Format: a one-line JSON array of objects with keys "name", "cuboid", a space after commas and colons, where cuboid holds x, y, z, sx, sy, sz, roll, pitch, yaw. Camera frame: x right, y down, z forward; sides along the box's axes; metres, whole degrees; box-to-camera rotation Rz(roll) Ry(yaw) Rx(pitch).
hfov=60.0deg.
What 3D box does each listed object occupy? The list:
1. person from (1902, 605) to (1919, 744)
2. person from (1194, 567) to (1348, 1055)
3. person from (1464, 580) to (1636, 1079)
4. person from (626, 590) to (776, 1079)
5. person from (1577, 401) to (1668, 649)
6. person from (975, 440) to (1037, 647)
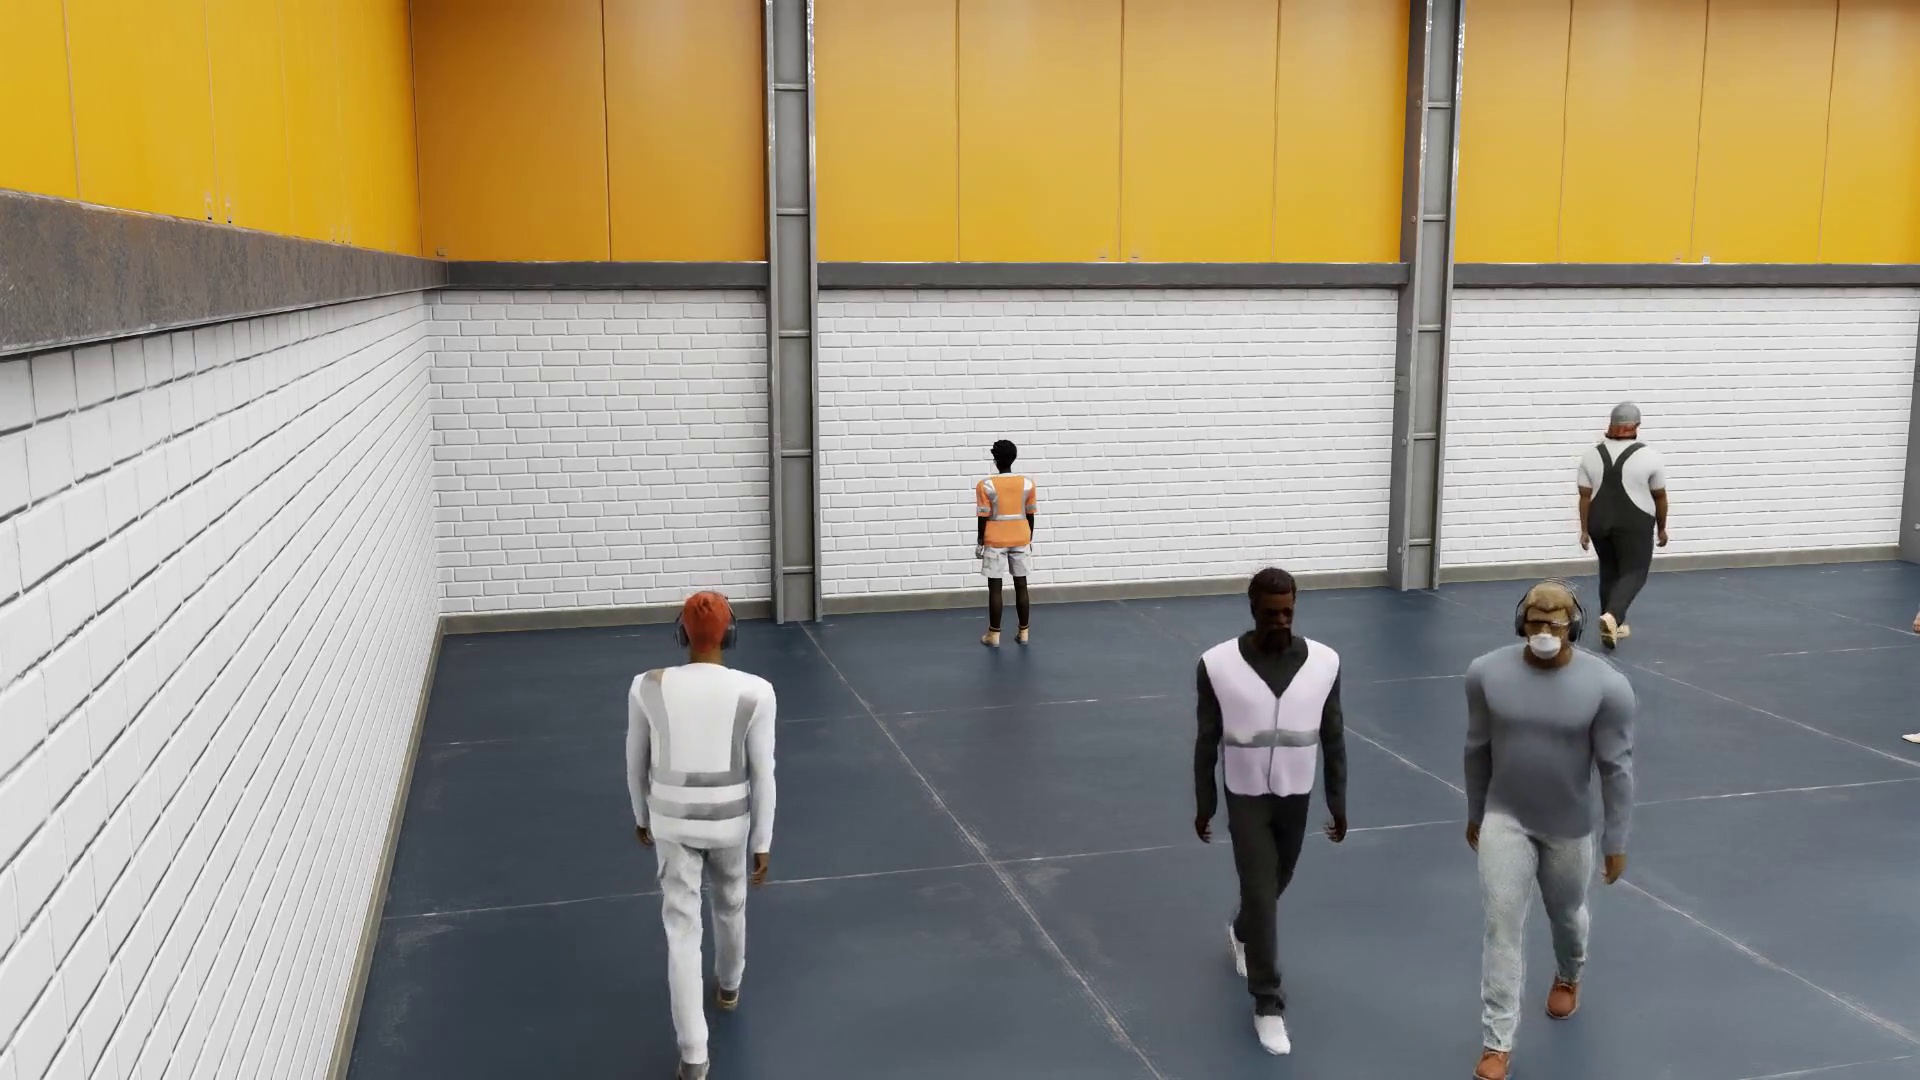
[{"name": "person", "cuboid": [6.339, 0.453, 10.674, 0.524, 1.761, 0.327, -4, 10, -22]}, {"name": "person", "cuboid": [1.256, 1.014, 6.817, 0.628, 1.873, 0.958, -1, 9, -6]}, {"name": "person", "cuboid": [2.281, 1.064, 6.460, 0.642, 1.903, 0.985, 5, 11, 30]}, {"name": "person", "cuboid": [-0.999, 1.100, 6.470, 0.577, 1.824, 1.033, -1, 9, -8]}, {"name": "person", "cuboid": [5.341, -0.140, 13.497, 0.853, 2.000, 0.678, -8, 12, -42]}, {"name": "person", "cuboid": [0.371, 0.028, 13.530, 0.532, 1.693, 0.319, -3, 10, -19]}]
